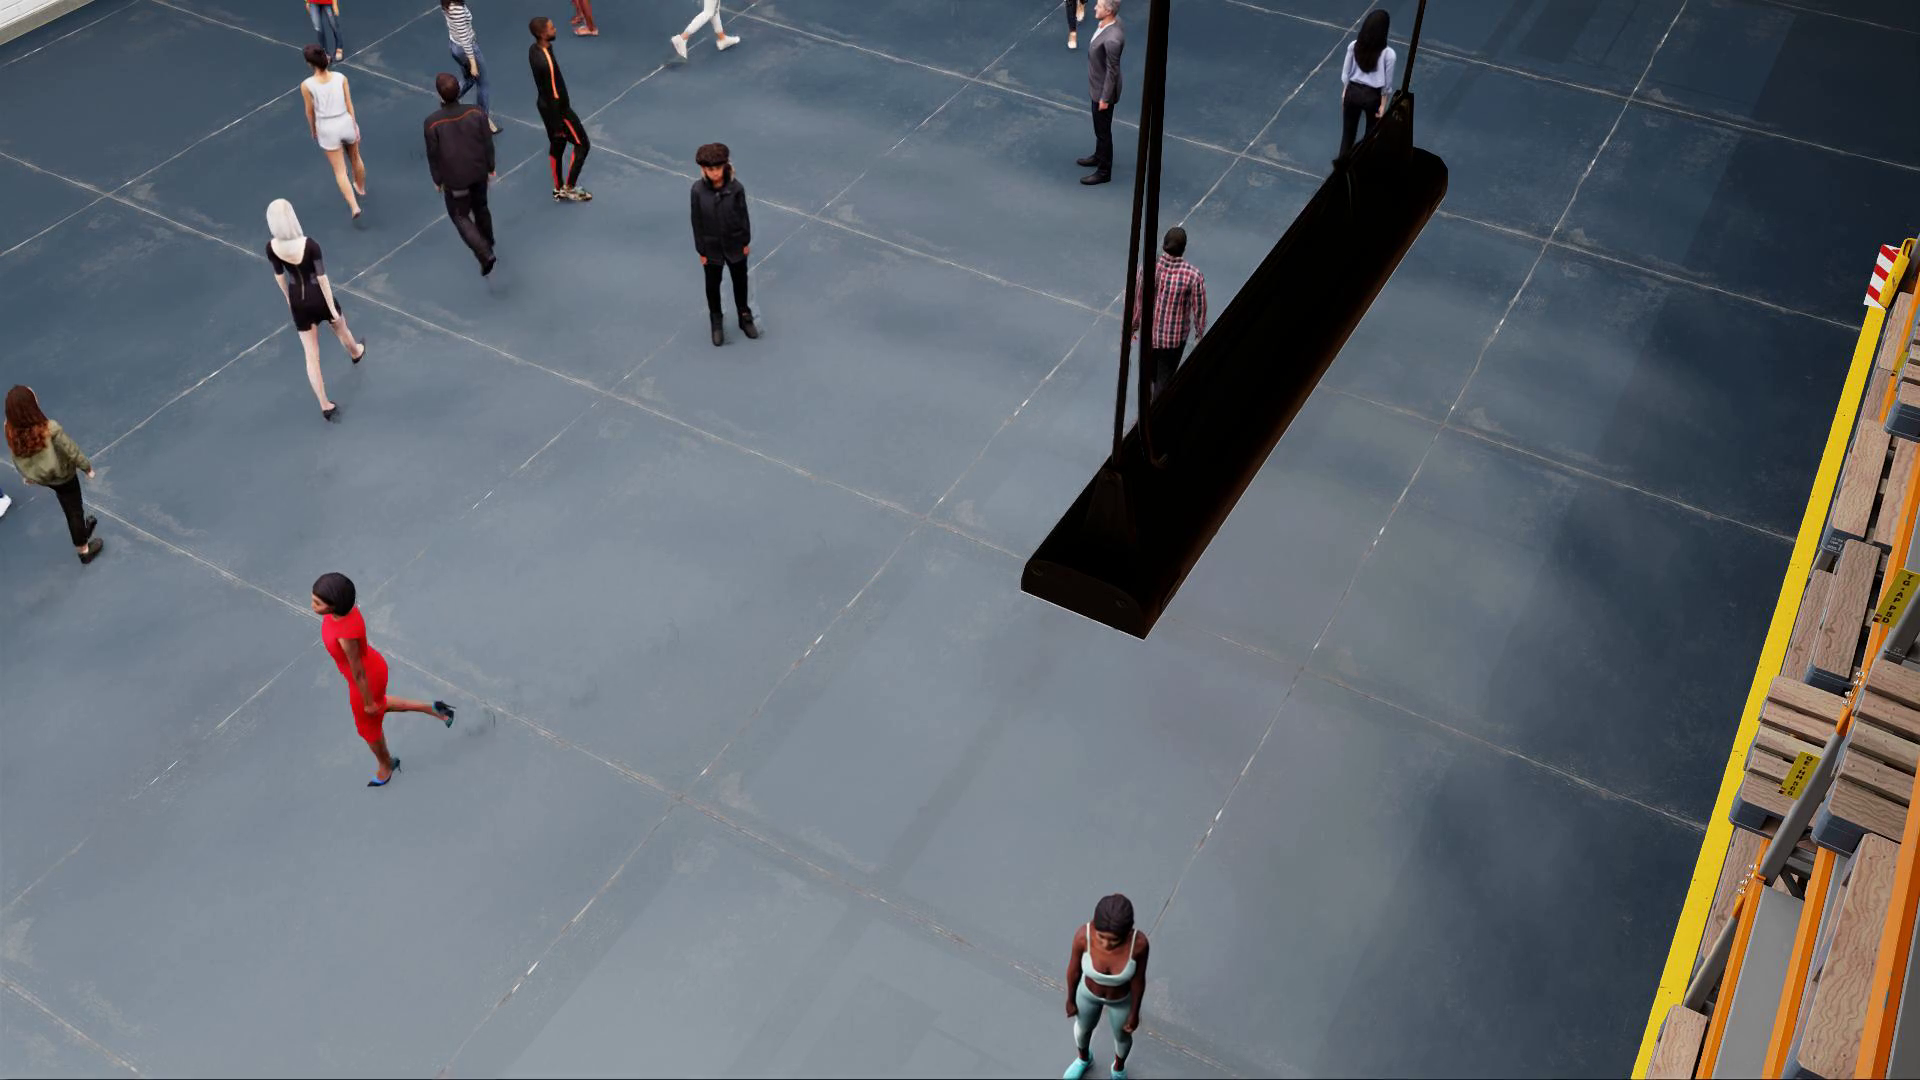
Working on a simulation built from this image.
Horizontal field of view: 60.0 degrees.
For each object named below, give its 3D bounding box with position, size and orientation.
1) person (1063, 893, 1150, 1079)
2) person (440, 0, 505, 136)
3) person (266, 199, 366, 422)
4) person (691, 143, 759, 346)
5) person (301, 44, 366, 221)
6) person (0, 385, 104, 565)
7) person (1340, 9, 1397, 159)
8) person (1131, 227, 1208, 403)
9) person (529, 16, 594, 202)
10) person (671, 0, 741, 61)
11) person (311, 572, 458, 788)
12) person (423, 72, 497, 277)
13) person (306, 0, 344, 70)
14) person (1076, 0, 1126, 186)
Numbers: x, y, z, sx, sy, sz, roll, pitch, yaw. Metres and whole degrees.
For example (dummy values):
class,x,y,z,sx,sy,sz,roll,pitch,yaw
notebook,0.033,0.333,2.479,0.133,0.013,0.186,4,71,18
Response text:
class,x,y,z,sx,sy,sz,roll,pitch,yaw
person,0.751,2.337,8.521,0.618,1.724,0.621,8,44,8
person,-4.753,-4.548,15.718,1.015,1.767,0.851,-25,49,-24
person,-4.980,-1.718,12.734,1.019,1.785,1.211,-2,44,-3
person,-1.925,-2.416,13.470,0.722,1.779,0.785,-11,45,-12
person,-5.568,-3.639,14.875,0.985,1.613,0.891,-24,48,-23
person,-6.352,-0.415,11.599,0.745,1.463,0.792,3,44,3
person,3.630,-3.937,15.102,0.678,1.730,0.697,16,46,17
person,1.535,-1.546,12.596,0.776,1.726,1.129,18,46,18
person,-3.716,-3.828,14.940,0.751,1.797,0.731,-24,49,-23
person,-2.690,-5.745,17.038,1.127,1.677,0.893,-26,49,-24
person,-3.528,0.824,10.108,0.989,1.726,0.843,-22,48,-21
person,-4.179,-3.060,14.115,1.011,1.822,1.006,-26,49,-24
person,-6.556,-5.571,17.130,0.664,1.300,0.743,-2,44,-2
person,1.315,-4.173,15.270,0.875,1.841,0.748,-1,44,-1
